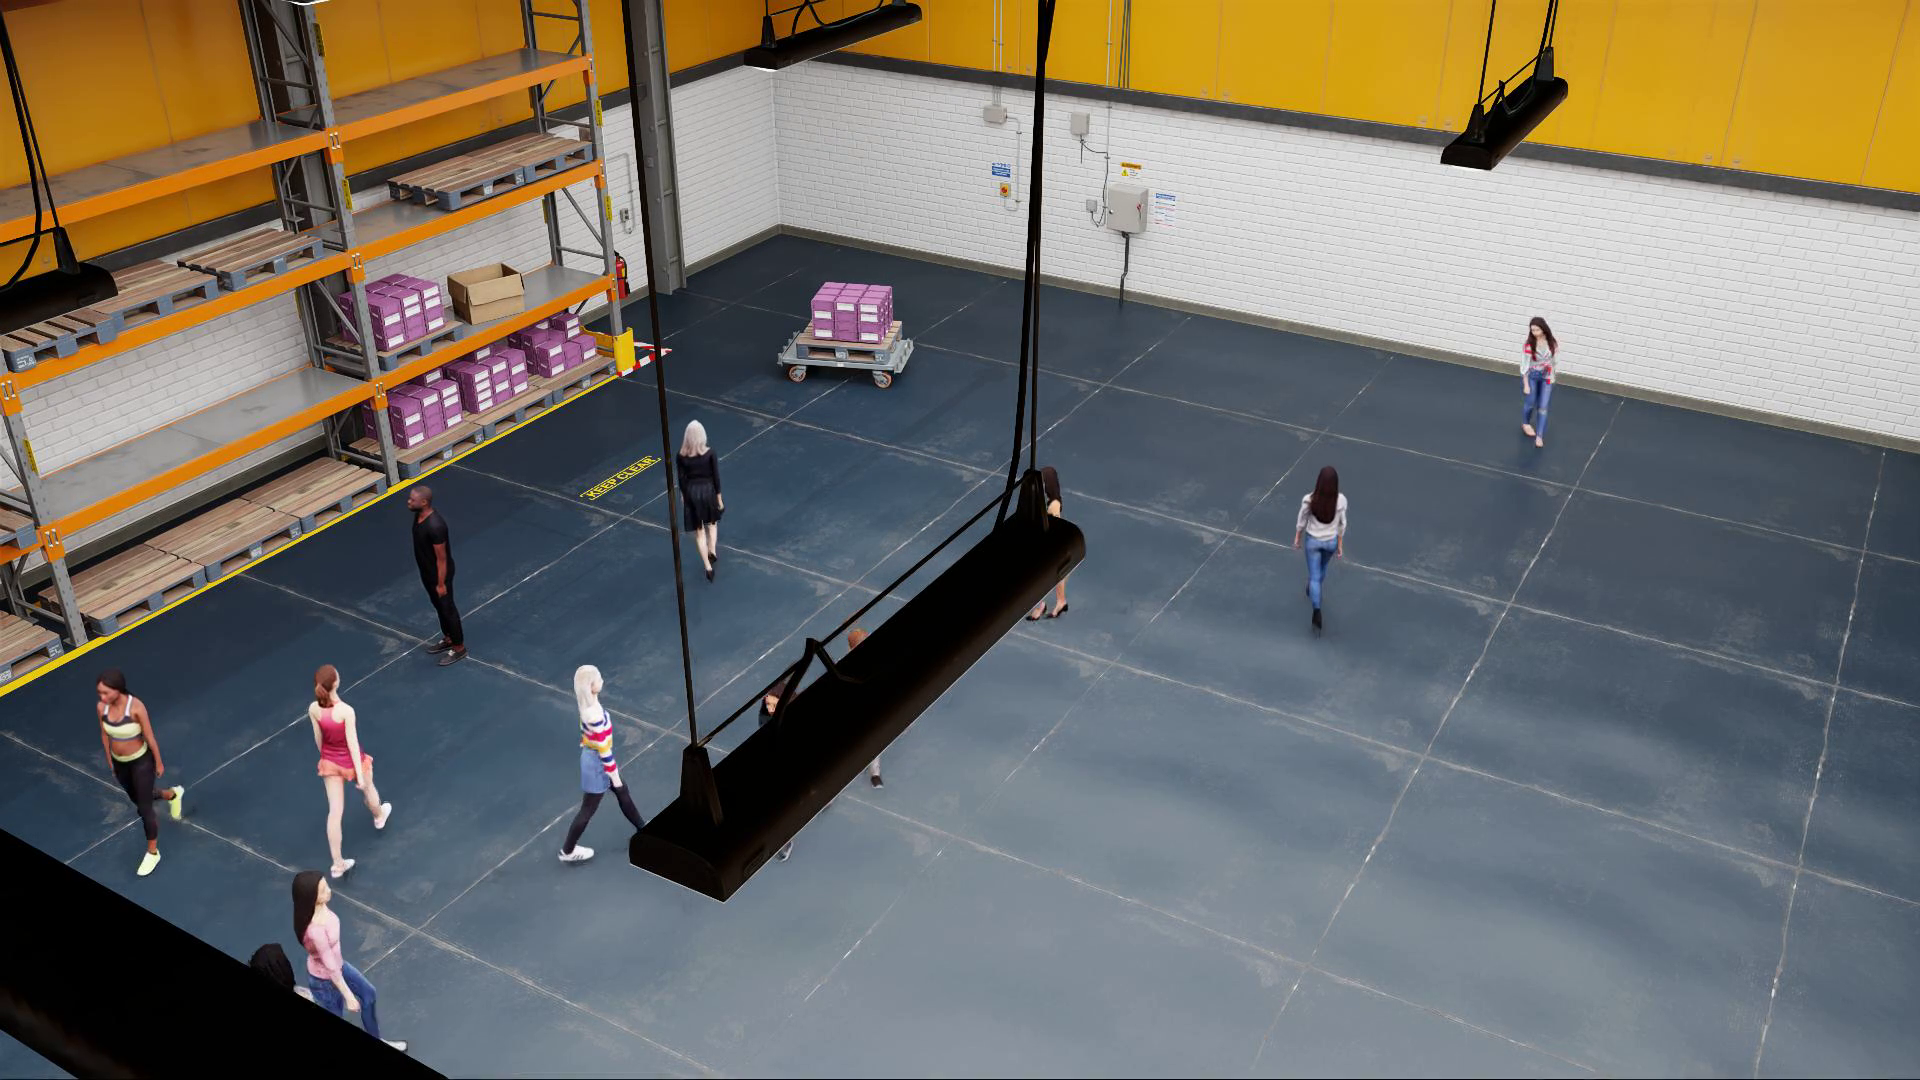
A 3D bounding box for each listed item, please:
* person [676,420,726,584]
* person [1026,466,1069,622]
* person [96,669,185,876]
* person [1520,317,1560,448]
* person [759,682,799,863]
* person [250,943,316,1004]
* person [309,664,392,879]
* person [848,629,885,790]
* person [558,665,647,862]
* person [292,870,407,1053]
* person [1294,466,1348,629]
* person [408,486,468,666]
[{"bbox_3d":[-2.616,-0.354,16.792,0.808,1.732,0.892,-2,29,-4],"label":"person"},{"bbox_3d":[0.973,0.044,16.171,0.807,1.628,0.749,-4,29,-7],"label":"person"},{"bbox_3d":[-6.405,1.705,13.019,0.852,1.732,1.125,3,29,6],"label":"person"},{"bbox_3d":[6.903,-1.936,19.867,0.848,1.565,0.977,-3,29,-6],"label":"person"},{"bbox_3d":[-1.341,1.756,13.060,0.653,1.603,0.822,12,31,21],"label":"person"},{"bbox_3d":[-4.050,3.262,10.131,0.763,1.762,0.814,4,29,7],"label":"person"},{"bbox_3d":[-4.812,1.803,12.870,0.908,1.701,1.230,3,29,5],"label":"person"},{"bbox_3d":[-0.871,1.361,14.001,0.959,1.394,0.999,-8,30,-14],"label":"person"},{"bbox_3d":[-2.881,1.772,12.864,1.222,1.762,1.122,-9,30,-16],"label":"person"},{"bbox_3d":[-4.206,2.873,10.887,0.924,1.723,0.861,-8,30,-15],"label":"person"},{"bbox_3d":[3.508,0.089,16.127,0.956,1.591,1.134,0,29,-1],"label":"person"},{"bbox_3d":[-4.868,0.303,15.497,0.729,1.819,0.747,-18,33,-30],"label":"person"}]
